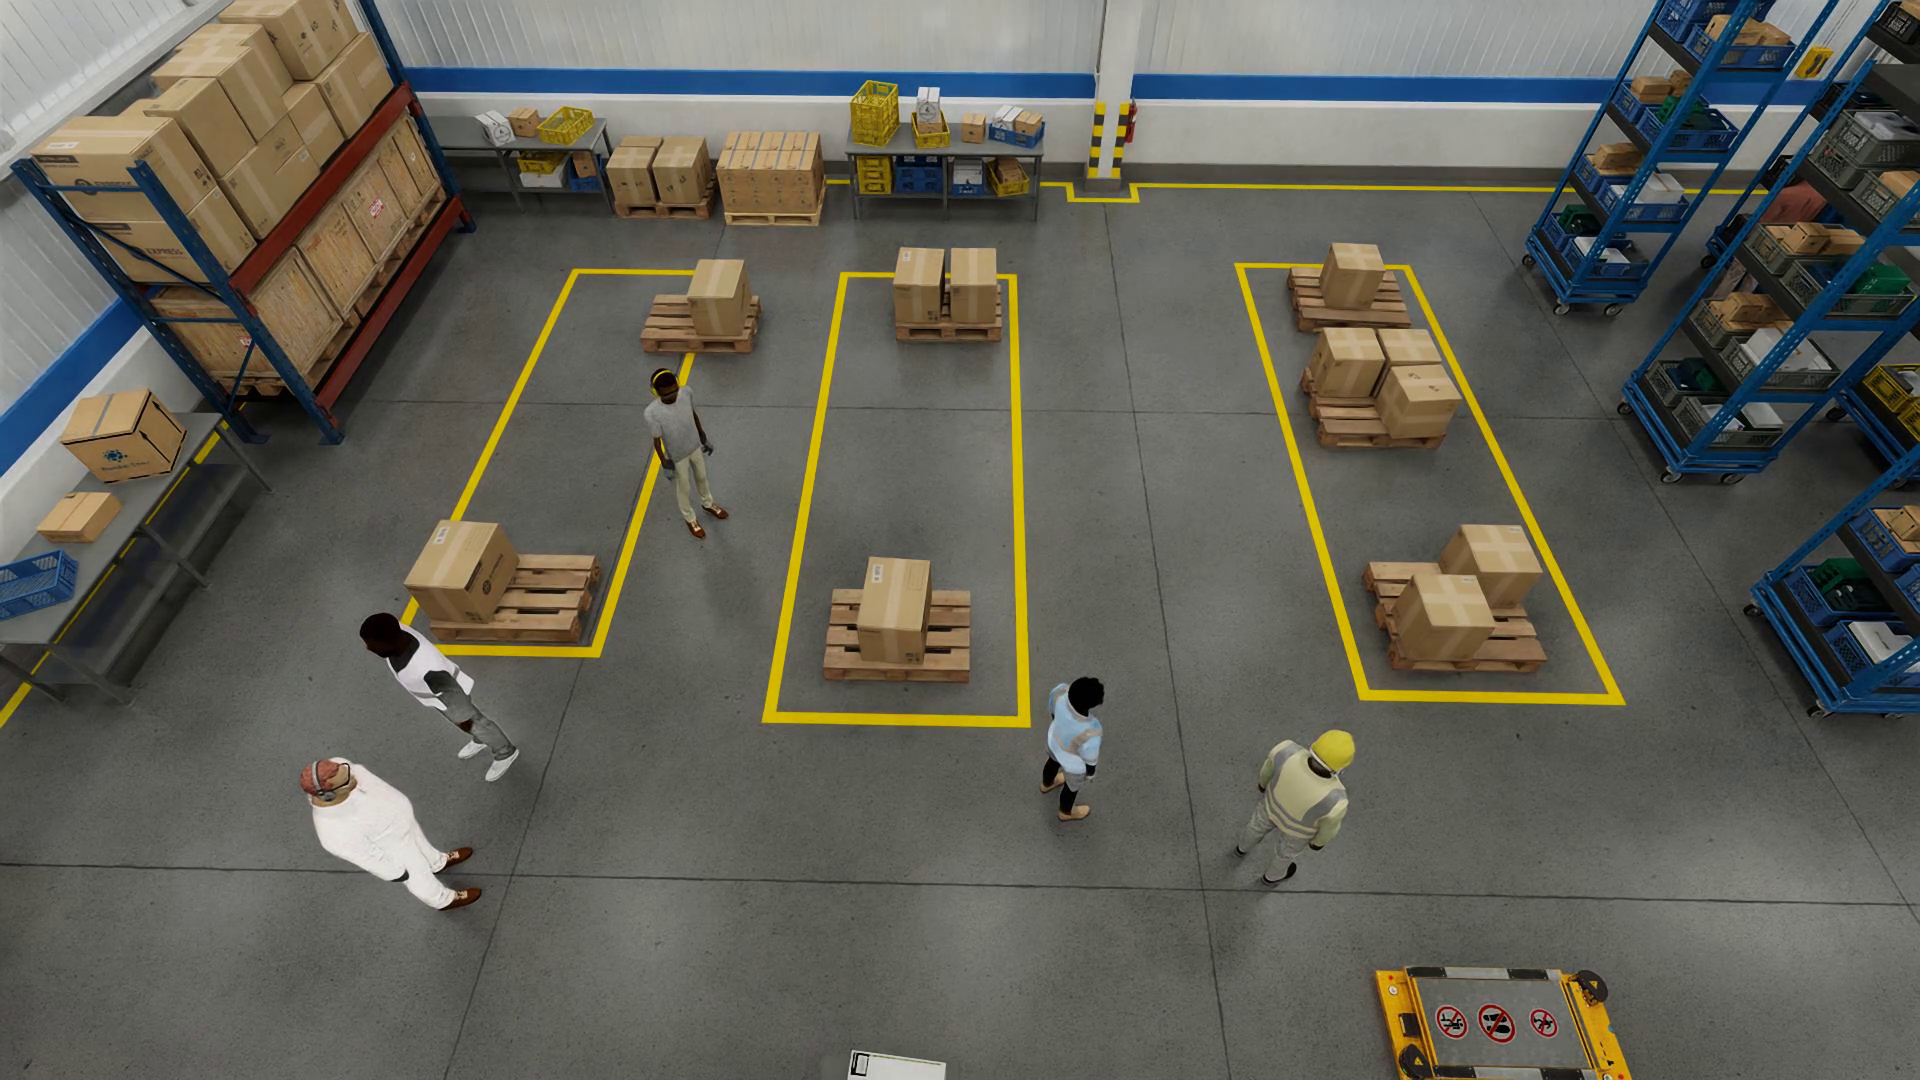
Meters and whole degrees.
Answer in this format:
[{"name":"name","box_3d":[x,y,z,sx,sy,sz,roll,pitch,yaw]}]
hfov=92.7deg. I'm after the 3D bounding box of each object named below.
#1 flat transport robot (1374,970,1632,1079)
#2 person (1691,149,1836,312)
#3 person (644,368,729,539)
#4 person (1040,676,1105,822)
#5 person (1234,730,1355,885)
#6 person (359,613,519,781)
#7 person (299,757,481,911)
[{"name":"flat transport robot","box_3d":[3.501,3.133,5.914,1.431,0.197,0.652,1,51,1]},{"name":"person","box_3d":[8.861,-3.309,10.065,0.609,1.991,0.384,-4,51,-3]},{"name":"person","box_3d":[-2.418,-0.776,8.081,0.313,1.861,0.530,31,57,23]},{"name":"person","box_3d":[0.787,1.445,6.376,0.317,1.695,0.540,-21,54,-16]},{"name":"person","box_3d":[2.206,1.763,6.036,0.403,1.823,0.588,-27,56,-20]},{"name":"person","box_3d":[-3.678,1.091,6.523,0.597,1.918,0.383,30,57,22]},{"name":"person","box_3d":[-3.650,1.883,5.893,0.404,1.900,0.641,-22,54,-17]}]
